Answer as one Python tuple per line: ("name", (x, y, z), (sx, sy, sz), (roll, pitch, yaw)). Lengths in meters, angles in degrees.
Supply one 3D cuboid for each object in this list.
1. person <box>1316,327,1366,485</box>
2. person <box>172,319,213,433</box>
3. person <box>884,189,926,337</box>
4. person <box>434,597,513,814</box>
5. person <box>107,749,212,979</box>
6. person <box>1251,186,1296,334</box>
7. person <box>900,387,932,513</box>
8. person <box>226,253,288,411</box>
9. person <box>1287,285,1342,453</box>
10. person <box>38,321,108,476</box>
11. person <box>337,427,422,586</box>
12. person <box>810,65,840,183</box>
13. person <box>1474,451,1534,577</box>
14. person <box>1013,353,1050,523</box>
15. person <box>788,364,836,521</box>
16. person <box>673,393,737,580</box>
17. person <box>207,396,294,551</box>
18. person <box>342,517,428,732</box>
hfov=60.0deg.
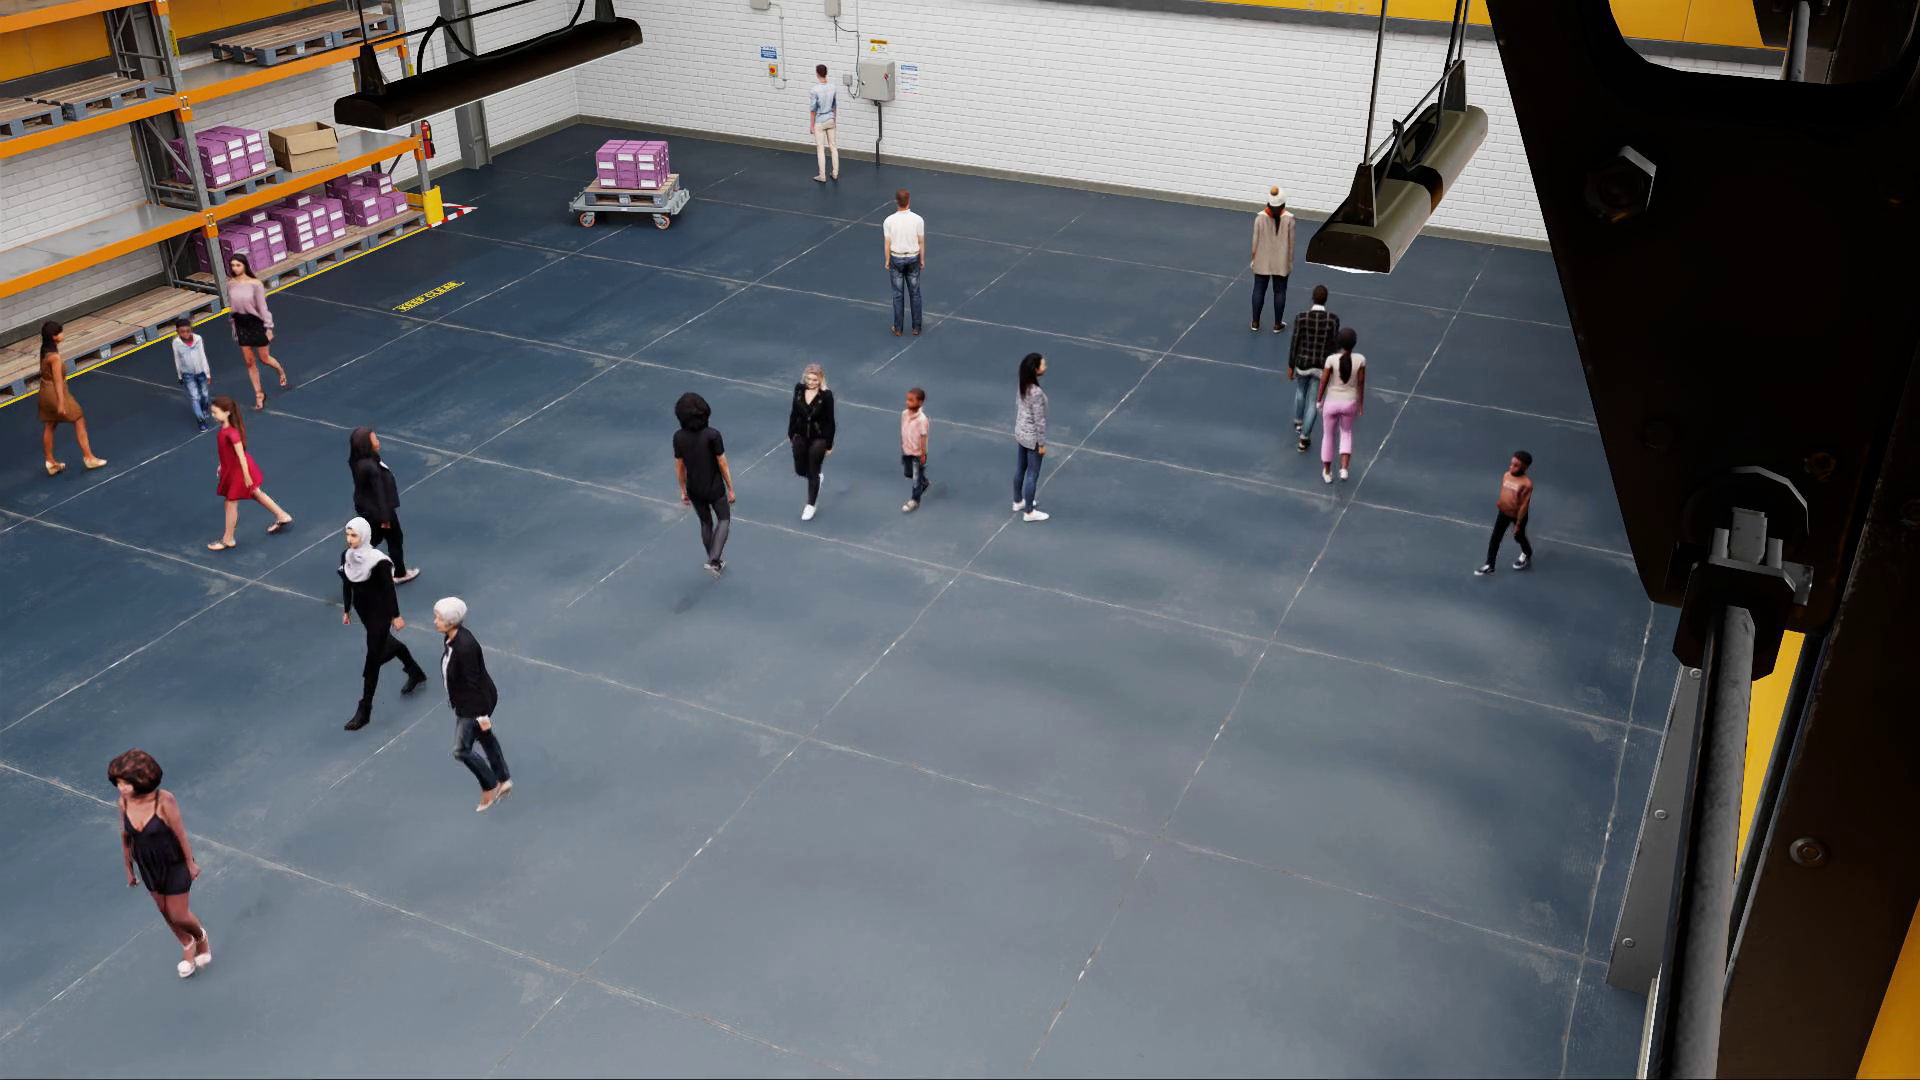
("person", (3.879, -1.337, 16.970), (0.709, 1.732, 0.728), (2, 29, 4))
("person", (-8.522, -1.895, 18.504), (0.822, 1.242, 0.810), (-17, 33, -28))
("person", (-0.688, -3.460, 20.735), (0.753, 1.853, 0.773), (-5, 29, -8))
("person", (-3.436, 1.182, 12.117), (0.838, 1.773, 0.881), (-12, 31, -21))
("person", (-5.074, 2.053, 10.709), (0.656, 1.776, 0.689), (3, 29, 6))
("person", (3.909, -3.533, 20.834), (0.706, 1.887, 0.681), (10, 30, 18))
("person", (-0.408, -0.933, 16.680), (0.744, 1.301, 0.639), (-24, 37, -37))
("person", (-7.975, -2.386, 18.820), (0.781, 1.801, 0.912), (4, 29, 7))
("person", (3.754, -1.796, 17.752), (0.748, 1.789, 1.012), (10, 30, 18))
("person", (-9.412, -1.436, 17.236), (0.871, 1.650, 0.732), (-25, 37, -38))
("person", (-5.379, -0.249, 15.112), (1.056, 1.600, 0.867), (-23, 36, -36))
("person", (-2.173, -6.687, 26.658), (0.678, 1.847, 0.795), (-18, 33, -29))
("person", (5.209, -0.252, 15.499), (0.967, 1.236, 0.812), (-17, 33, -28))
("person", (0.690, -1.037, 16.420), (0.735, 1.731, 0.691), (-12, 31, -21))
("person", (-1.425, -1.019, 16.462), (0.708, 1.661, 0.813), (12, 31, 20))
("person", (-2.360, -0.433, 15.238), (0.841, 1.803, 0.897), (6, 29, 11))
("person", (-6.878, -0.694, 16.011), (1.084, 1.521, 0.927), (-16, 32, -26))
("person", (-4.665, 0.595, 13.435), (0.641, 1.726, 1.138), (14, 32, 24))
